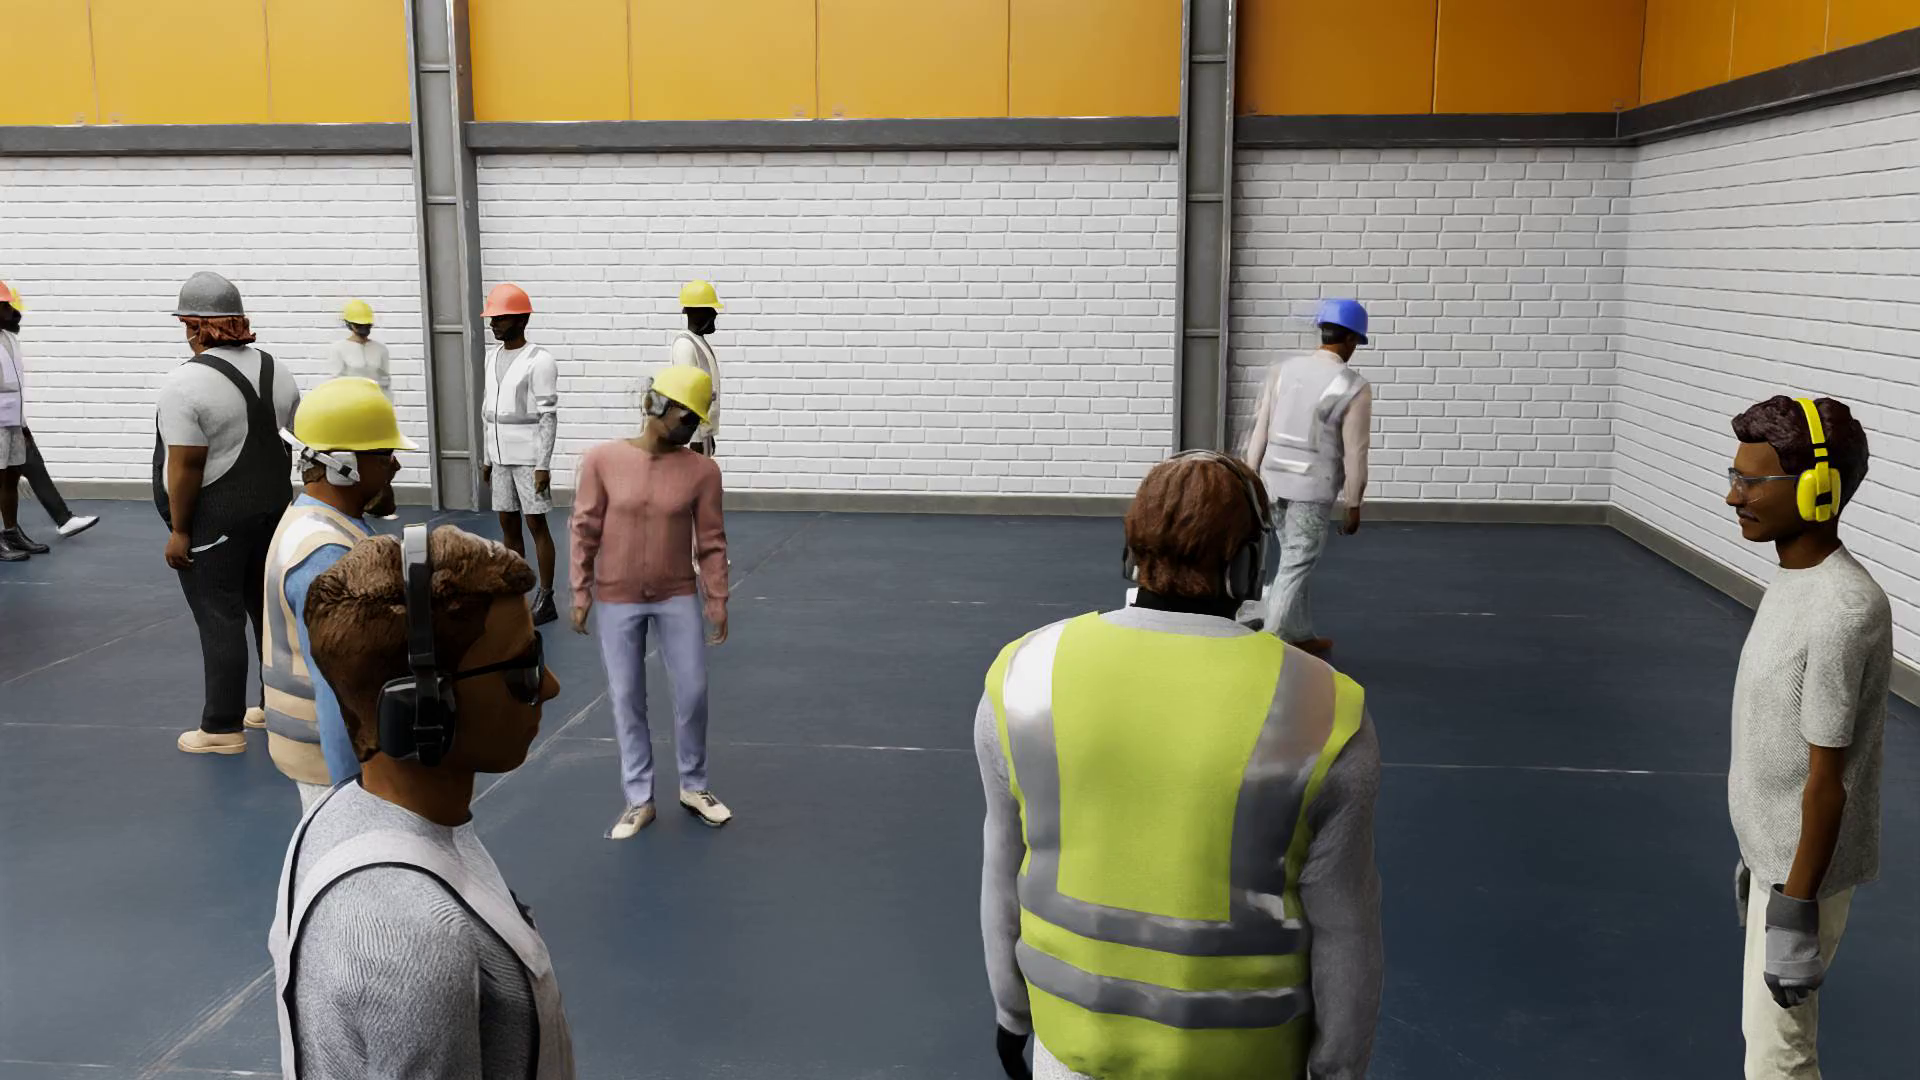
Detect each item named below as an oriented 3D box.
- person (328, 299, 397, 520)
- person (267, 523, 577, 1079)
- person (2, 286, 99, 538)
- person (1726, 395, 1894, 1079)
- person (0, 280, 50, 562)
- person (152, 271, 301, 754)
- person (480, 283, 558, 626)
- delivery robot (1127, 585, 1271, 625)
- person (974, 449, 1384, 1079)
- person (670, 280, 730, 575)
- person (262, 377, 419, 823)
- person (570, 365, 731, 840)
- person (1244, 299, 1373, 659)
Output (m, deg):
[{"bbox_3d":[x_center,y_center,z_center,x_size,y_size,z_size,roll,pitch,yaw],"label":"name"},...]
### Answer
[{"bbox_3d":[-4.616,-0.988,12.907,0.442,1.744,0.537,8,12,37],"label":"person"},{"bbox_3d":[-0.556,0.894,1.854,0.346,1.846,0.507,-5,11,-27],"label":"person"},{"bbox_3d":[-6.908,-0.895,12.041,1.057,1.863,0.592,0,10,0],"label":"person"},{"bbox_3d":[1.587,0.649,3.228,0.334,1.860,0.509,4,11,20],"label":"person"},{"bbox_3d":[-6.574,-0.826,11.427,0.354,1.942,0.545,0,10,-2],"label":"person"},{"bbox_3d":[-3.162,-0.120,7.099,0.538,2.000,0.684,3,10,18],"label":"person"},{"bbox_3d":[-2.517,-0.477,9.435,0.544,1.939,0.355,6,12,32],"label":"person"},{"bbox_3d":[1.206,0.343,8.429,0.707,0.478,0.477,-4,11,-23],"label":"delivery robot"},{"bbox_3d":[0.339,0.771,2.612,0.633,1.832,0.429,4,11,22],"label":"person"},{"bbox_3d":[-1.711,-0.733,10.935,0.363,1.928,0.587,0,10,-2],"label":"person"},{"bbox_3d":[-1.498,0.510,4.131,0.404,1.824,0.586,-3,10,-17],"label":"person"},{"bbox_3d":[-1.121,0.229,6.058,0.575,1.723,0.338,-2,10,-14],"label":"person"},{"bbox_3d":[1.771,-0.240,8.248,0.859,1.880,0.659,-7,12,-36],"label":"person"}]
